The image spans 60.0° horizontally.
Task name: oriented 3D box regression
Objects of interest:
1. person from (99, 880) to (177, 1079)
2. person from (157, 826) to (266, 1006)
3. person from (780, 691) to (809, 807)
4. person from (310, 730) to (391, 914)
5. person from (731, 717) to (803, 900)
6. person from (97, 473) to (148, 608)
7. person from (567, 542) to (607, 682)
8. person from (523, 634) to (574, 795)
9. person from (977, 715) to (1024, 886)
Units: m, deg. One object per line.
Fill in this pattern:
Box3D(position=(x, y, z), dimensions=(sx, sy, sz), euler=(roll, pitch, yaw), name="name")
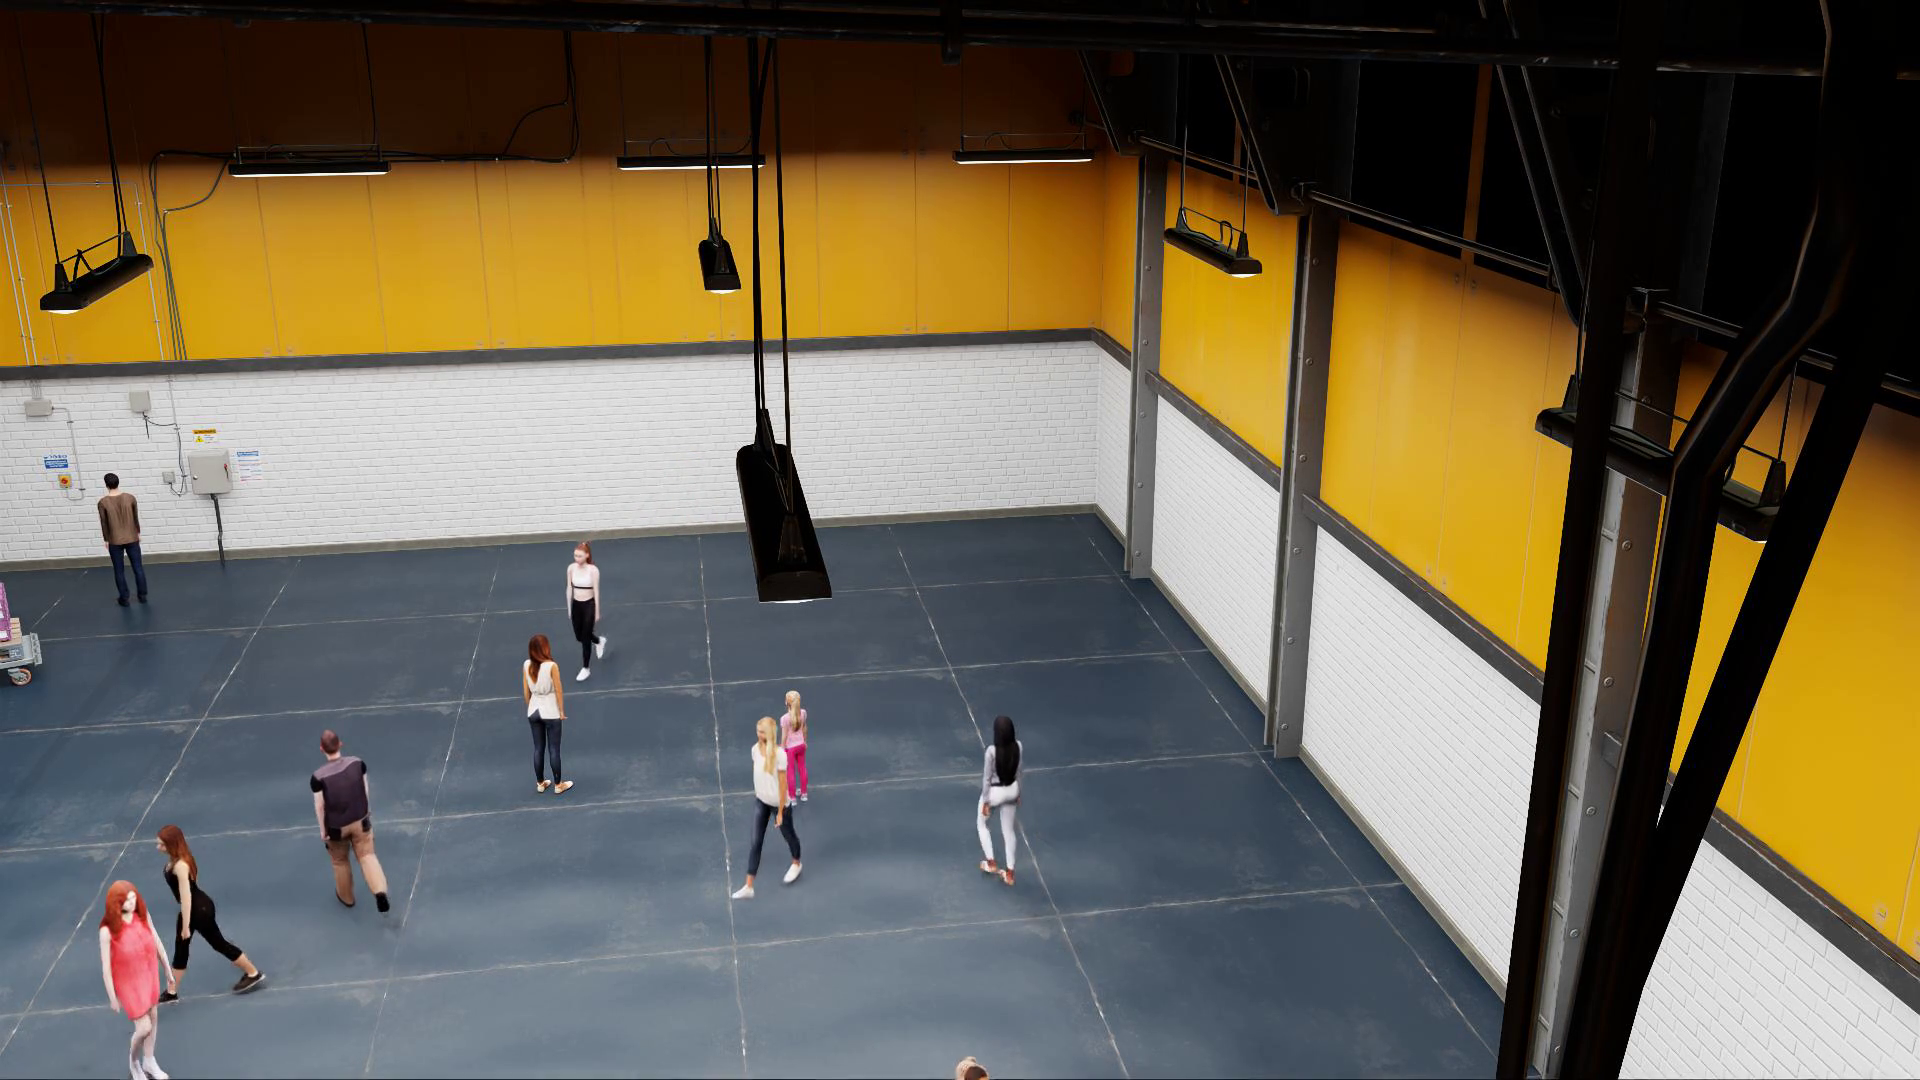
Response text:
Box3D(position=(-6.441, 3.430, 12.894), dimensions=(0.793, 1.813, 0.712), euler=(8, 20, 21), name="person")
Box3D(position=(-6.333, 3.121, 14.015), dimensions=(1.007, 1.683, 1.177), euler=(-11, 21, -29), name="person")
Box3D(position=(-1.741, 2.166, 17.495), dimensions=(0.579, 1.271, 0.624), euler=(-15, 24, -38), name="person")
Box3D(position=(-5.608, 2.618, 15.298), dimensions=(0.982, 1.819, 1.134), euler=(-15, 24, -38), name="person")
Box3D(position=(-1.703, 2.499, 15.739), dimensions=(1.100, 1.762, 1.183), euler=(12, 22, 31), name="person")
Box3D(position=(-11.581, -0.016, 23.011), dimensions=(0.727, 1.886, 0.707), euler=(-13, 23, -34), name="person")
Box3D(position=(-4.625, 0.850, 20.687), dimensions=(0.857, 1.729, 1.028), euler=(6, 19, 16), name="person")
Box3D(position=(-4.413, 1.844, 17.649), dimensions=(0.663, 1.785, 0.668), euler=(6, 19, 16), name="person")
Box3D(position=(0.434, 2.499, 15.819), dimensions=(0.733, 1.710, 0.777), euler=(-10, 21, -26), name="person")
